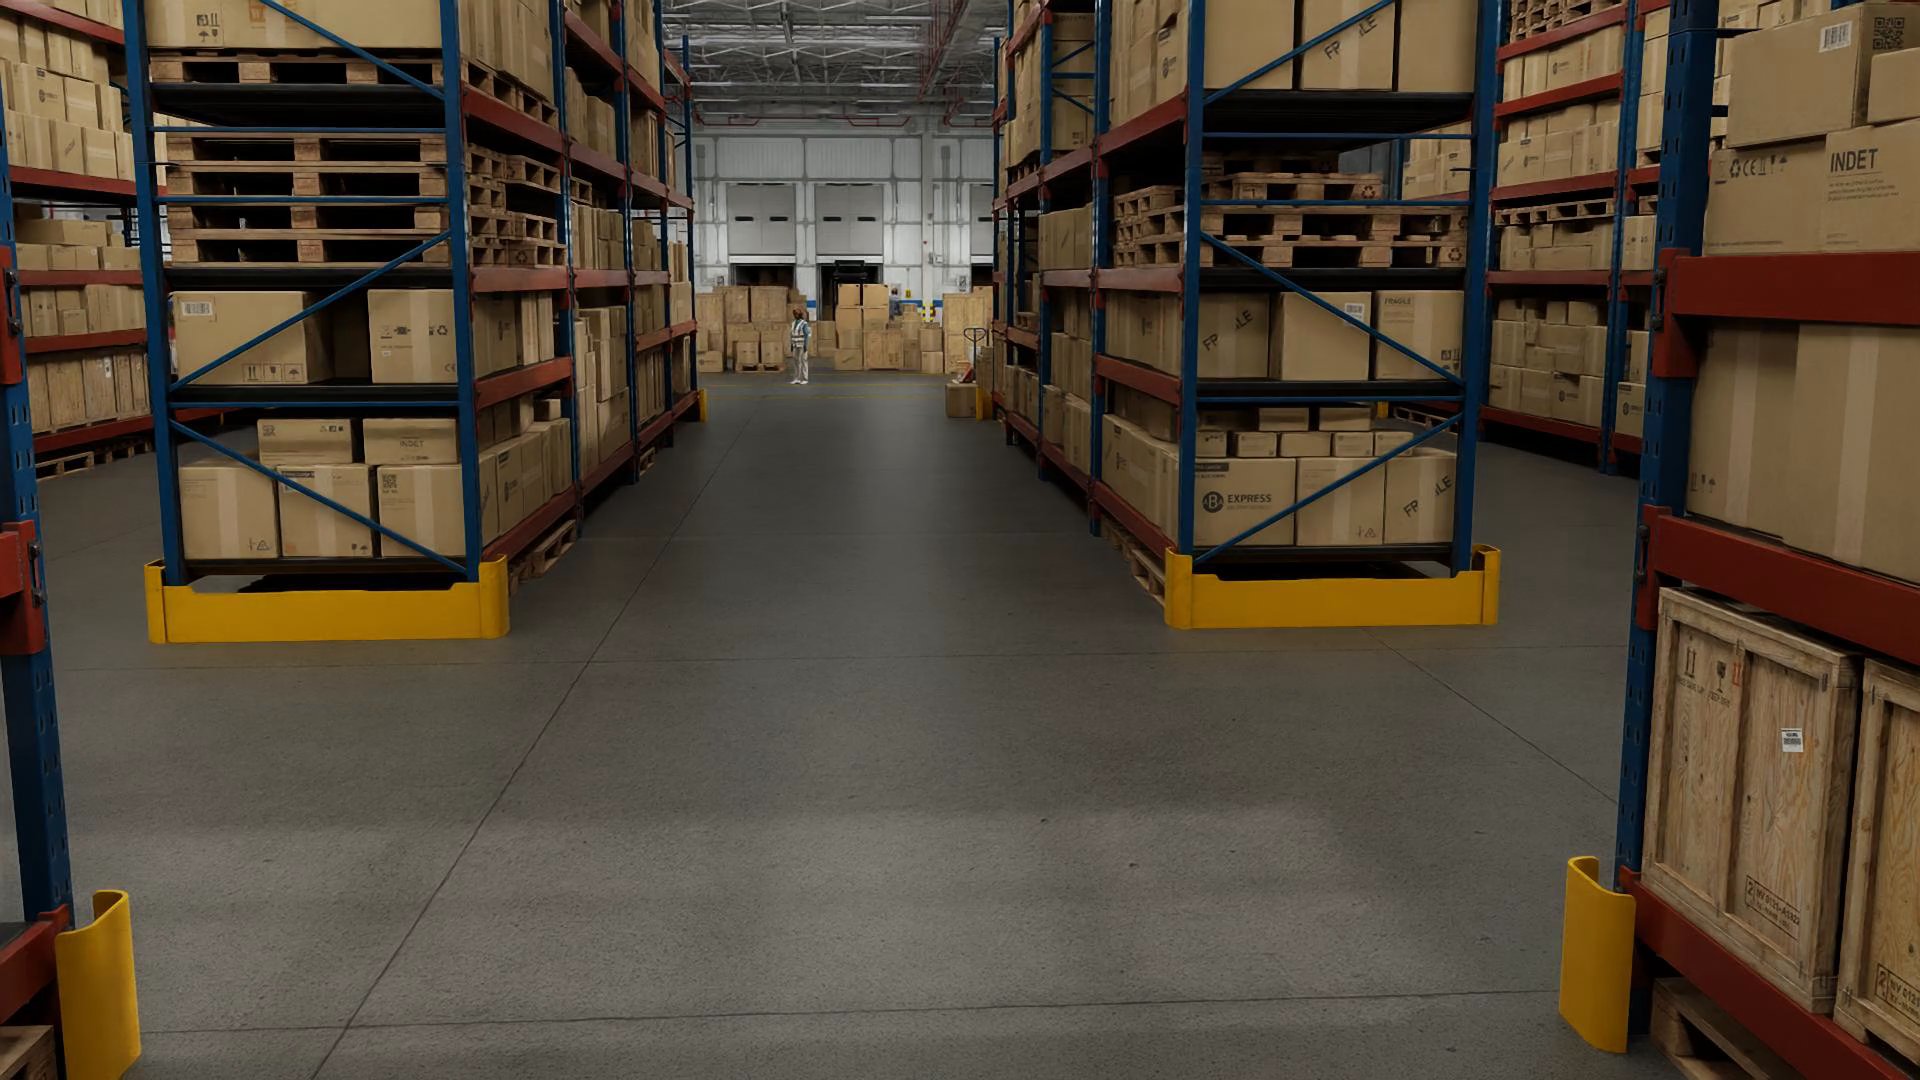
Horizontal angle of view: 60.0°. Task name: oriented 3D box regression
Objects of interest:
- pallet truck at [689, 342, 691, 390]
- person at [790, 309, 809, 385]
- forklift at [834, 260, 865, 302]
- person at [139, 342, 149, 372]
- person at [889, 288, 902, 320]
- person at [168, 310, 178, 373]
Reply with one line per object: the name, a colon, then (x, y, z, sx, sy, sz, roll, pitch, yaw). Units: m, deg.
pallet truck: (-5.225, -3.008, 27.480, 1.885, 1.965, 0.823, 2, 9, 14)
person: (-3.466, -4.171, 35.908, 0.314, 1.638, 0.517, -9, 13, -44)
forklift: (-3.397, -7.253, 51.371, 1.129, 2.768, 1.873, -1, 9, -4)
person: (-16.040, -3.795, 32.964, 0.998, 1.839, 0.580, 8, 12, 41)
person: (-2.300, -7.812, 57.882, 0.635, 1.928, 0.382, 4, 10, 22)
person: (-16.839, -4.087, 35.426, 0.517, 1.628, 0.388, 2, 9, 10)
